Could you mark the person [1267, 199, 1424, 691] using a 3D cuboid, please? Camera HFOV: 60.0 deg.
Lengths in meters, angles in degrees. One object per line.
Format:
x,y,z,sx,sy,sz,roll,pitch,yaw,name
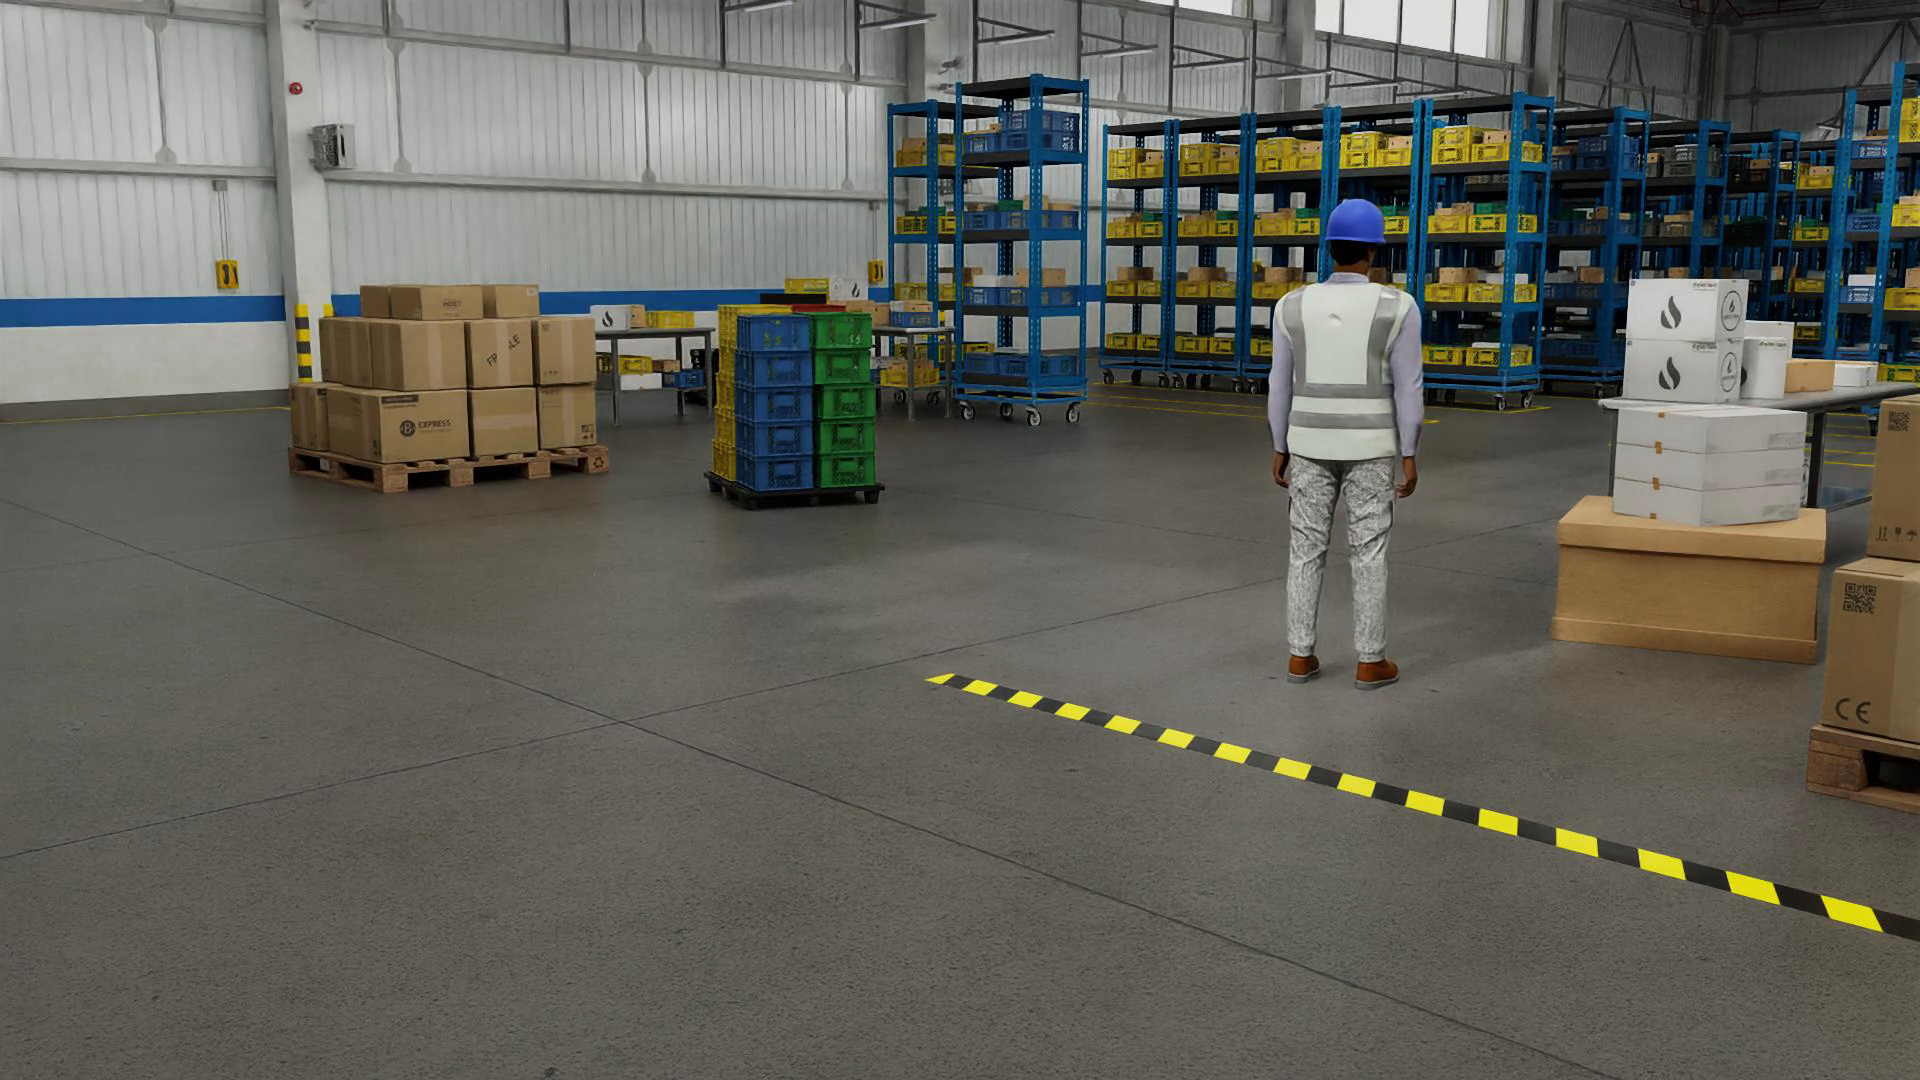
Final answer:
1.537,-0.372,6.647,0.616,1.946,0.392,5,11,27,person
